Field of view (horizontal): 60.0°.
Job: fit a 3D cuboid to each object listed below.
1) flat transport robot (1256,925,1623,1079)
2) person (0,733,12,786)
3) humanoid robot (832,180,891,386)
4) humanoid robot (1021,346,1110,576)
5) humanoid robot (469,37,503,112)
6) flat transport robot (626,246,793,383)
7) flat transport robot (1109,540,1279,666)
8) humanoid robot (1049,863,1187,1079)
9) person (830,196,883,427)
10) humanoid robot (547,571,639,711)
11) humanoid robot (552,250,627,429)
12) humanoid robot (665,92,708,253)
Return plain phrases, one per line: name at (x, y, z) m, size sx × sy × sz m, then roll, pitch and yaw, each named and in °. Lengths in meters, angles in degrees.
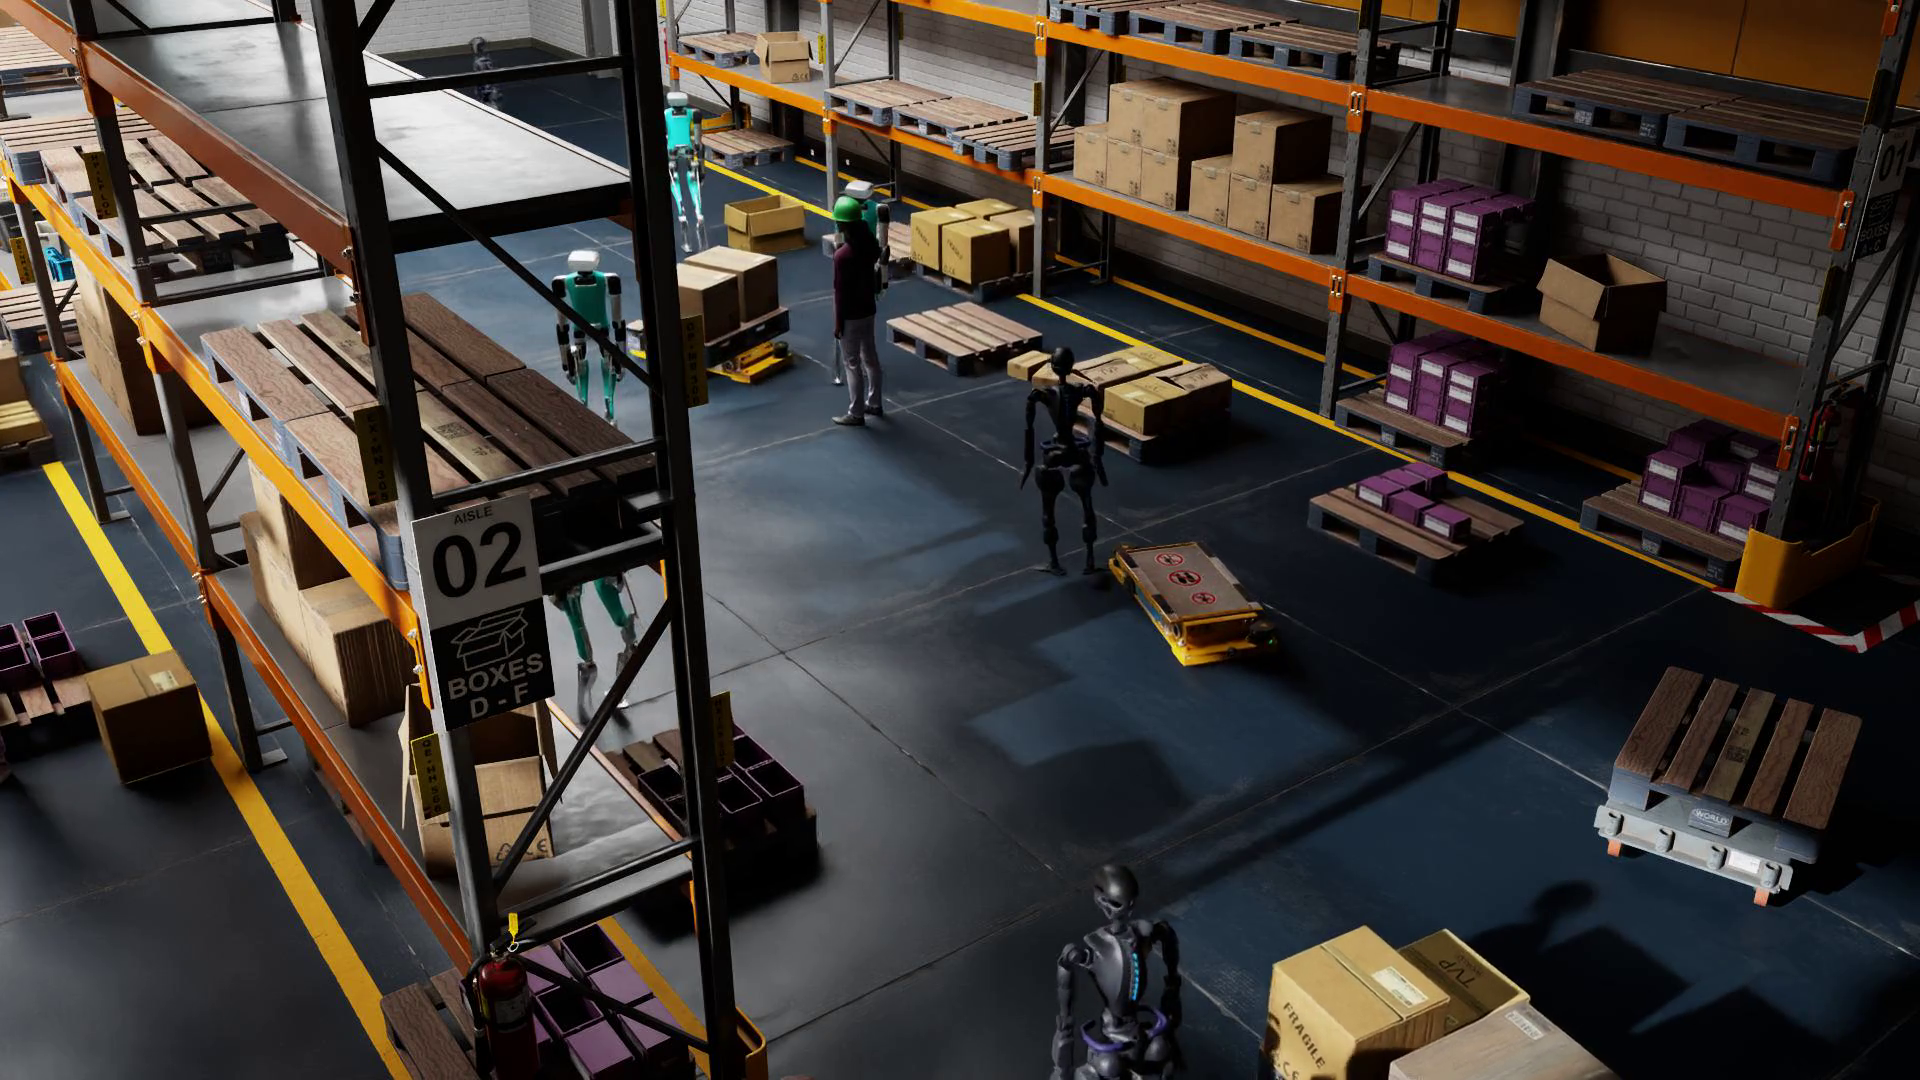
flat transport robot at (2.027, 2.532, 6.951) m, size 1.431 × 0.231 × 0.659 m, roll -14°, pitch 30°, yaw -26°
person at (-5.648, 0.541, 9.086) m, size 0.640 × 1.913 × 0.412 m, roll 11°, pitch 29°, yaw 21°
humanoid robot at (-0.950, -2.218, 14.783) m, size 0.530 × 1.797 × 0.893 m, roll 6°, pitch 27°, yaw 12°
humanoid robot at (0.733, -0.504, 11.432) m, size 0.611 × 1.644 × 0.484 m, roll -5°, pitch 27°, yaw -9°
humanoid robot at (-6.207, -5.830, 22.041) m, size 0.421 × 1.645 × 0.609 m, roll -21°, pitch 34°, yaw -36°
flat transport robot at (-2.328, -1.771, 15.511) m, size 1.431 × 0.231 × 0.659 m, roll 15°, pitch 31°, yaw 28°
flat transport robot at (1.551, 0.387, 11.217) m, size 0.659 × 0.231 × 1.431 m, roll -7°, pitch 28°, yaw -14°
humanoid robot at (0.622, 2.008, 6.440) m, size 0.609 × 1.629 × 0.486 m, roll -13°, pitch 29°, yaw -23°
person at (-0.878, -1.904, 13.921) m, size 0.435 × 1.942 × 0.486 m, roll 15°, pitch 30°, yaw 27°
humanoid robot at (-2.132, 0.324, 9.769) m, size 0.543 × 1.846 × 0.747 m, roll -17°, pitch 31°, yaw -30°
humanoid robot at (-2.853, -1.341, 12.941) m, size 0.530 × 1.730 × 0.704 m, roll -4°, pitch 27°, yaw -8°
humanoid robot at (-2.981, -3.890, 18.209) m, size 0.542 × 1.886 × 0.806 m, roll -10°, pitch 28°, yaw -19°
